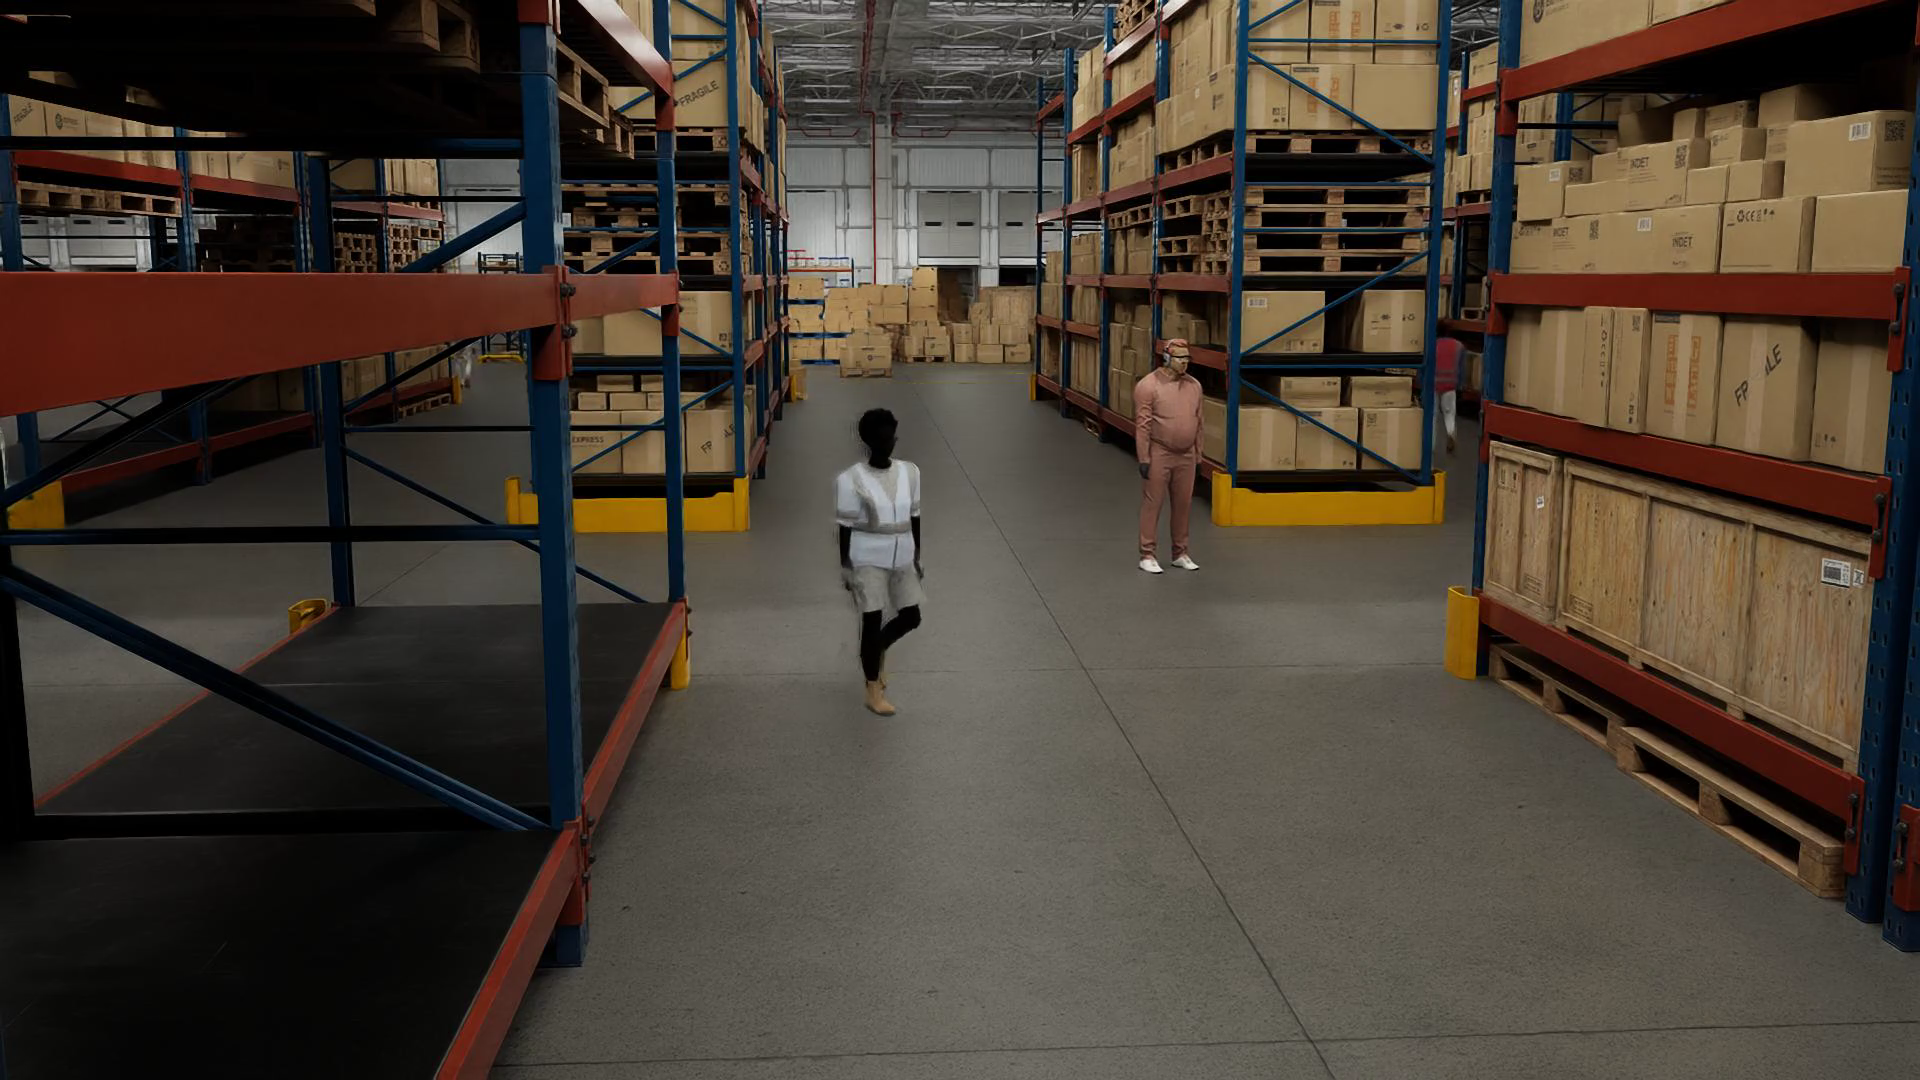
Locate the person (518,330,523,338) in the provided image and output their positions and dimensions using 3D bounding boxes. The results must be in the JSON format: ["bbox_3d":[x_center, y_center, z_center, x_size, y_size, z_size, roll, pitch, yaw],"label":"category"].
[{"bbox_3d":[-16.218,-8.504,62.711,0.995,1.866,0.614,-4,10,-26],"label":"person"}]

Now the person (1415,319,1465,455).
[{"bbox_3d":[6.375,-2.021,22.108,0.645,1.829,0.578,0,9,3],"label":"person"}]

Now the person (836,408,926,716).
[{"bbox_3d":[-0.461,0.110,9.162,0.540,1.686,0.444,-6,11,-34],"label":"person"}]

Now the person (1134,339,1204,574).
[{"bbox_3d":[1.721,-0.678,13.479,0.647,1.900,0.401,-4,10,-26],"label":"person"}]

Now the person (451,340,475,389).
[{"bbox_3d":[-10.541,-4.110,35.078,0.607,1.873,0.552,-3,10,-19],"label":"person"}]
